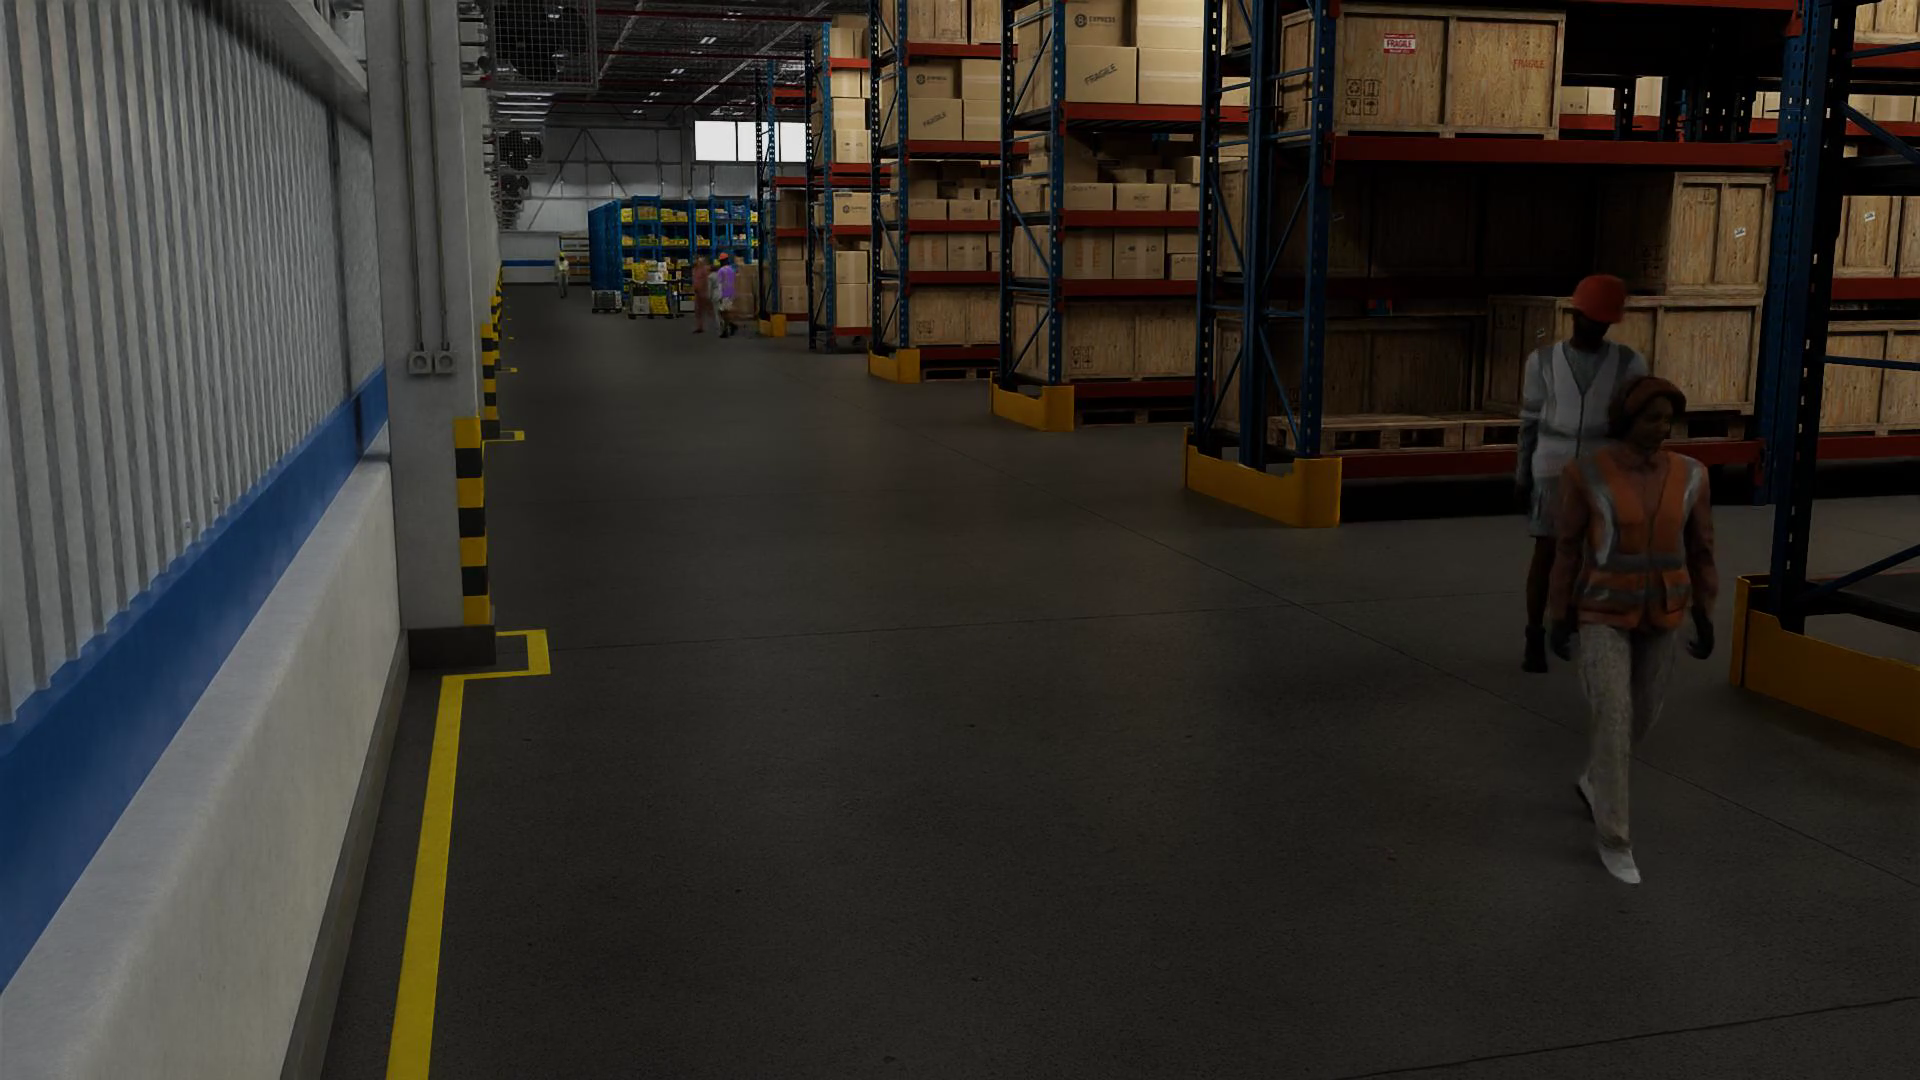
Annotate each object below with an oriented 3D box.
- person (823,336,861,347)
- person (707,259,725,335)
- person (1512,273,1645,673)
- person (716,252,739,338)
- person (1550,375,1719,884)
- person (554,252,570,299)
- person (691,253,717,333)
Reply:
[{"bbox_3d":[-2.389,-4.820,33.724,0.809,1.803,0.592,-3,11,-17],"label":"person"},{"bbox_3d":[-5.506,-5.540,37.985,0.522,1.714,0.748,-3,10,-15],"label":"person"},{"bbox_3d":[2.971,-0.333,8.036,0.578,1.900,0.685,4,11,19],"label":"person"},{"bbox_3d":[-5.118,-5.390,36.660,0.581,1.902,0.555,7,12,33],"label":"person"},{"bbox_3d":[2.216,0.263,5.536,0.529,1.626,0.728,-1,10,-4],"label":"person"},{"bbox_3d":[-15.414,-10.261,64.480,0.608,1.813,0.464,-5,11,-28],"label":"person"},{"bbox_3d":[-6.002,-5.804,39.081,0.659,1.881,0.653,9,14,43],"label":"person"}]
